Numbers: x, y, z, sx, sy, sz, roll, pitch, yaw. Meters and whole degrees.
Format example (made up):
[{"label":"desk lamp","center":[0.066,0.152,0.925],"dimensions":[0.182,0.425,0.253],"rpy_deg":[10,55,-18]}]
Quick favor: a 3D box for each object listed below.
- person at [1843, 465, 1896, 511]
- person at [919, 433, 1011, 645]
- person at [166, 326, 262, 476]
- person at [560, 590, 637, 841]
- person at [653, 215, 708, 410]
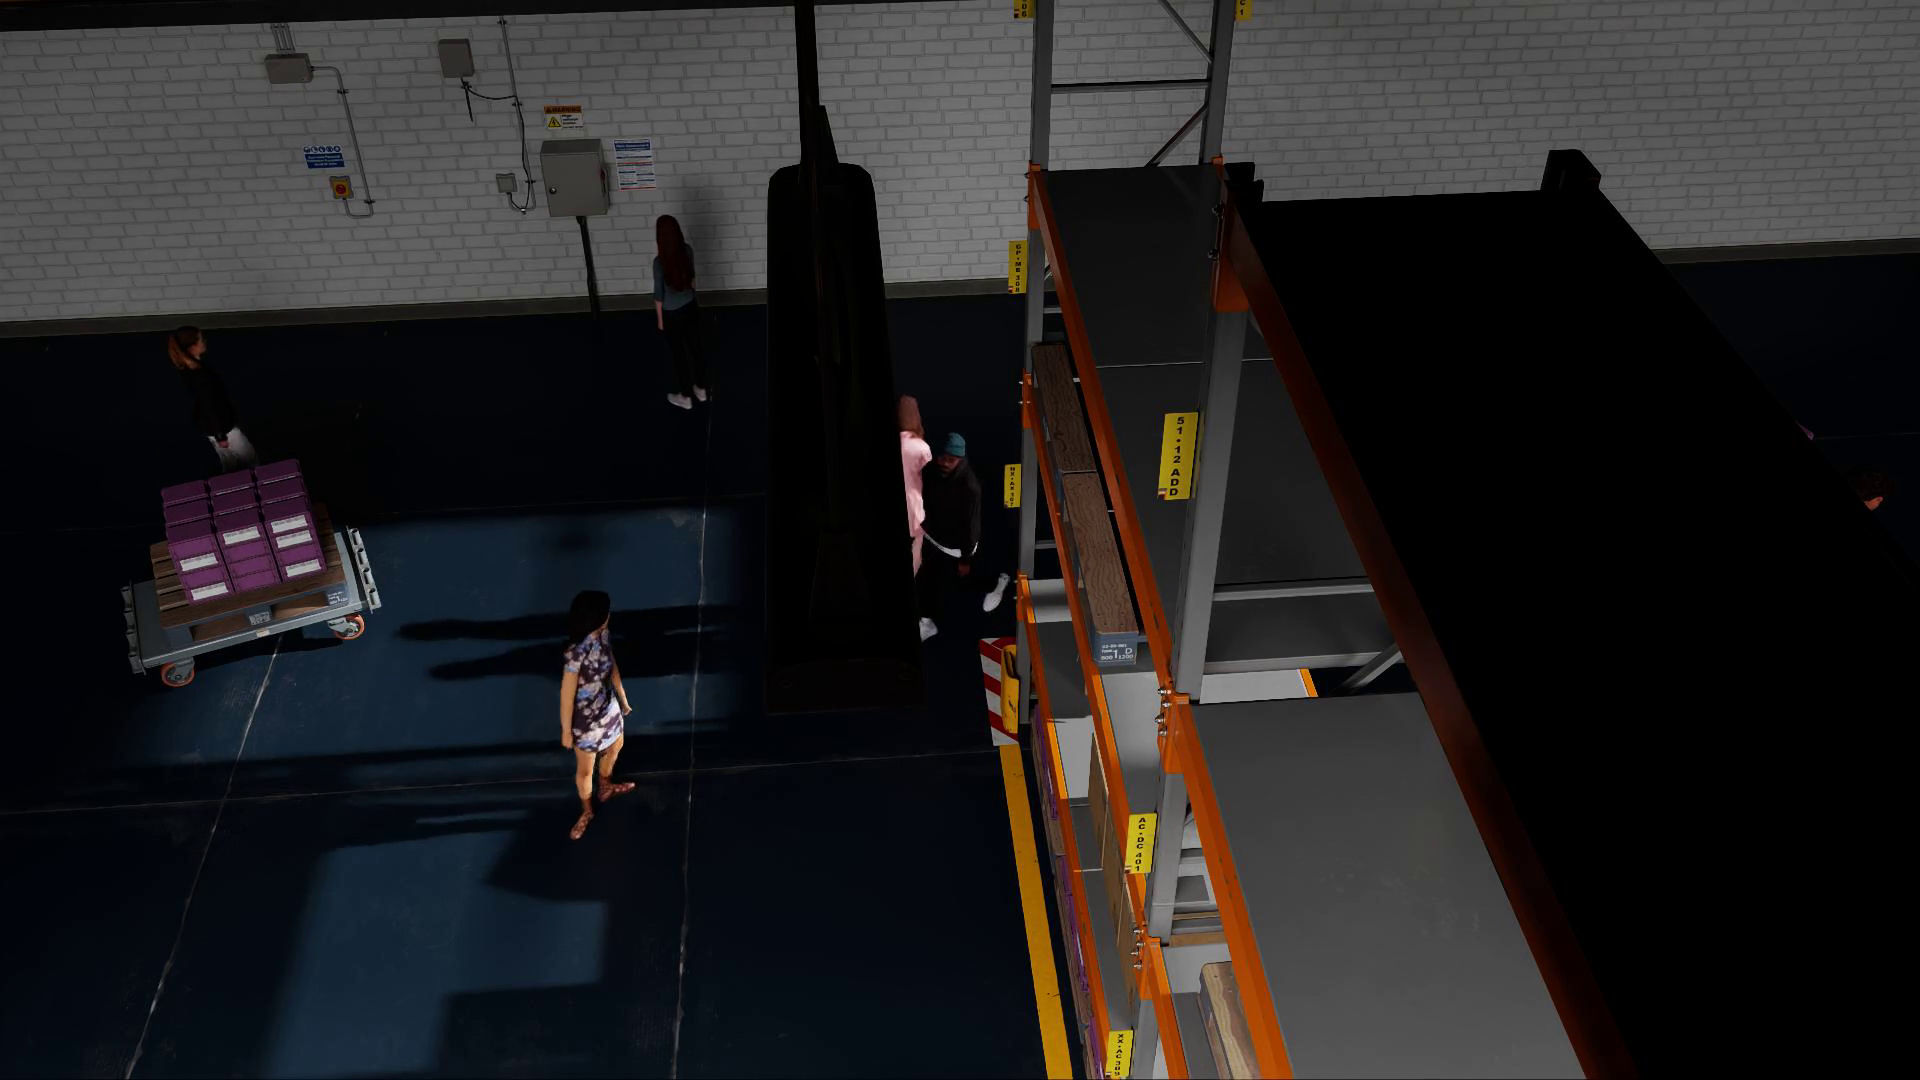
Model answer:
[{"label":"person","center":[5.775,0.237,11.126],"dimensions":[0.740,1.781,0.610],"rpy_deg":[9,39,11]},{"label":"person","center":[0.012,-0.030,11.446],"dimensions":[1.088,1.798,1.163],"rpy_deg":[31,48,33]},{"label":"person","center":[-5.652,-0.802,12.476],"dimensions":[0.758,1.720,0.695],"rpy_deg":[-22,44,-25]},{"label":"person","center":[-2.295,1.076,10.126],"dimensions":[0.860,1.718,0.666],"rpy_deg":[24,44,27]},{"label":"person","center":[-2.326,-1.891,13.823],"dimensions":[0.705,1.741,0.654],"rpy_deg":[30,48,32]}]
